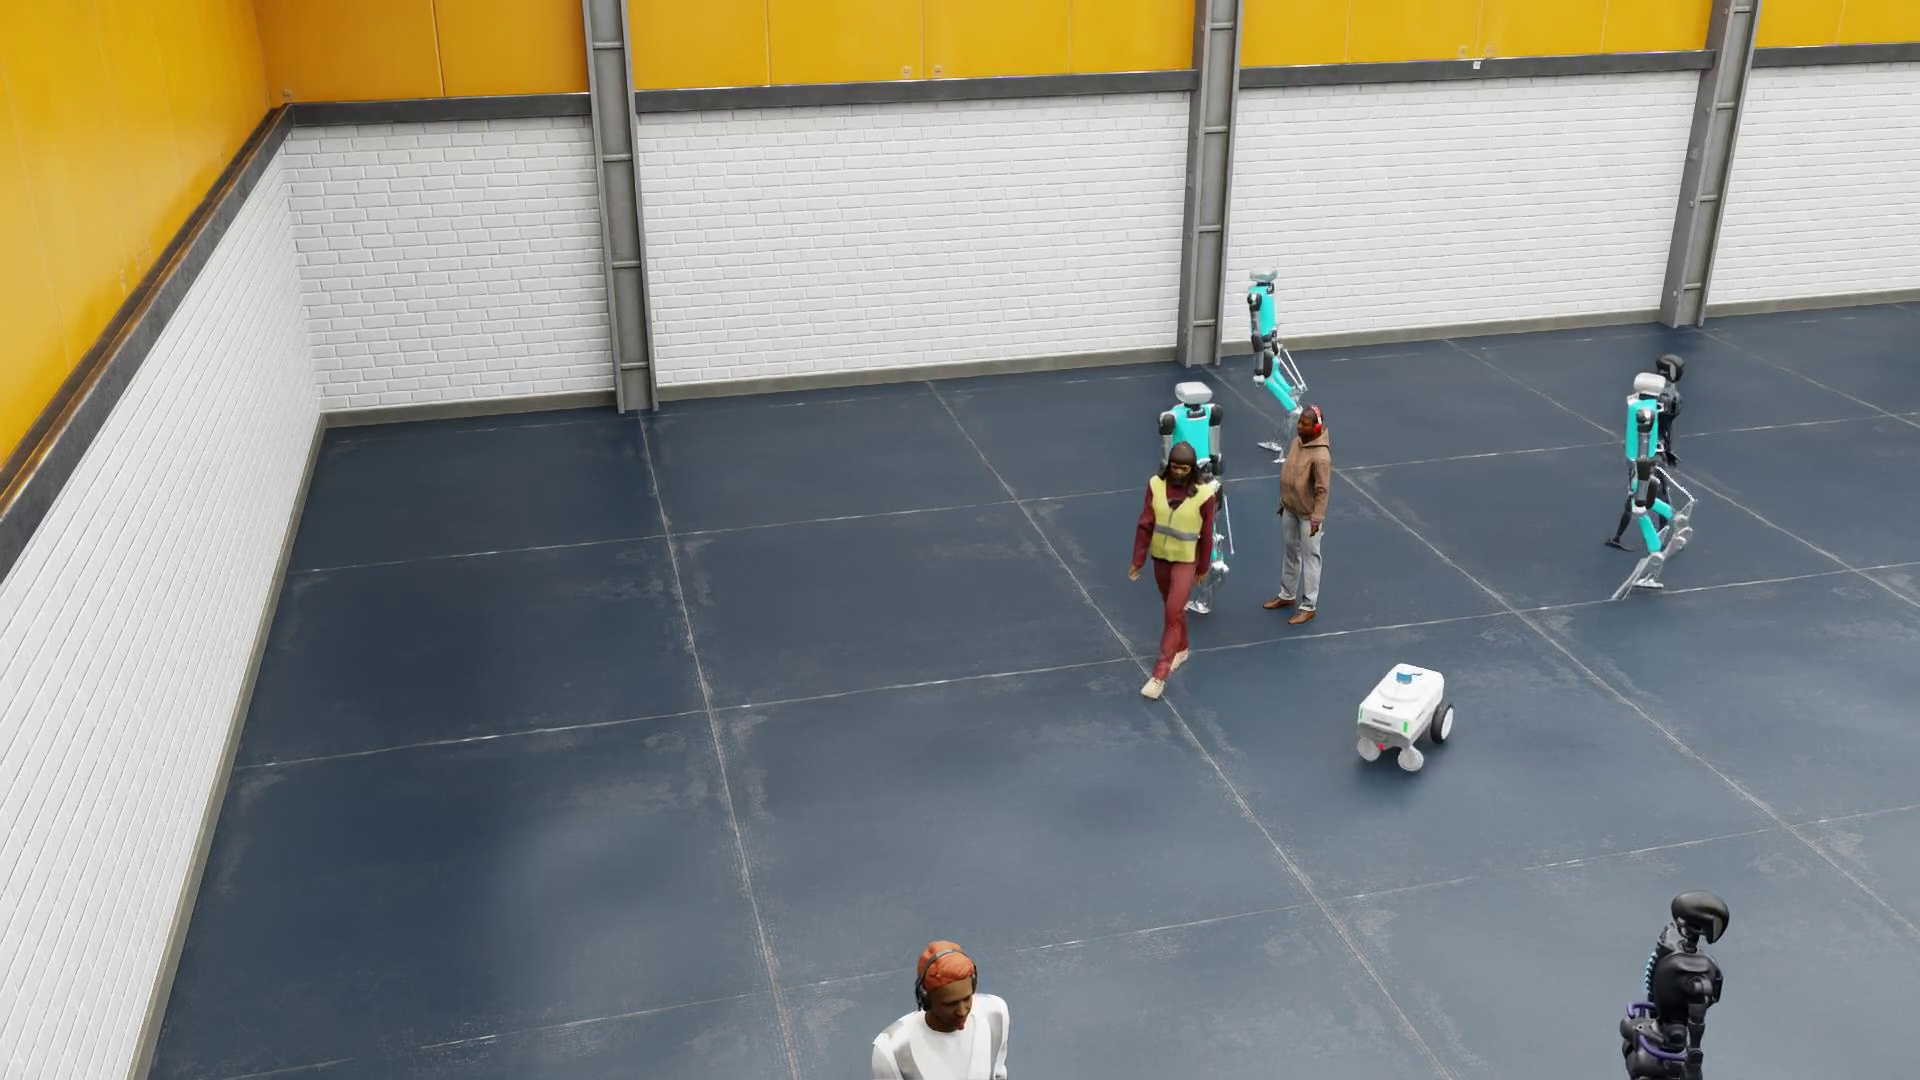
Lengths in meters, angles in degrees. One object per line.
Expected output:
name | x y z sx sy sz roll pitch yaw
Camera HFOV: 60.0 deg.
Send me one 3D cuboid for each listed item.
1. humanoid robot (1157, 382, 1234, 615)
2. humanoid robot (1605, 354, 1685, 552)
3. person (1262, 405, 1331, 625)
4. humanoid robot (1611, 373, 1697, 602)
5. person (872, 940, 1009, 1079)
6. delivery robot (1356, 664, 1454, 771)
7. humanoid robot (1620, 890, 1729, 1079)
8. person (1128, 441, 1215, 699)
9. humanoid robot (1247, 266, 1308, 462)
humanoid robot | 1.782 -0.170 12.027 0.535 1.865 0.771 -12 27 -26
humanoid robot | 5.518 -0.664 13.127 0.560 1.643 0.600 19 30 36
person | 2.499 -0.196 12.086 0.333 1.651 0.460 -11 26 -24
humanoid robot | 5.223 -0.347 12.356 0.805 1.789 0.543 6 25 14
person | -0.052 2.291 6.158 0.574 1.882 0.356 -15 28 -31
delivery robot | 2.815 1.084 10.564 0.513 0.610 0.782 15 28 31
humanoid robot | 2.874 2.129 6.832 0.768 1.629 0.593 2 24 5
person | 1.383 0.187 11.115 0.482 1.732 0.900 16 28 32
humanoid robot | 2.960 -1.570 15.122 0.799 1.787 0.530 10 26 22
